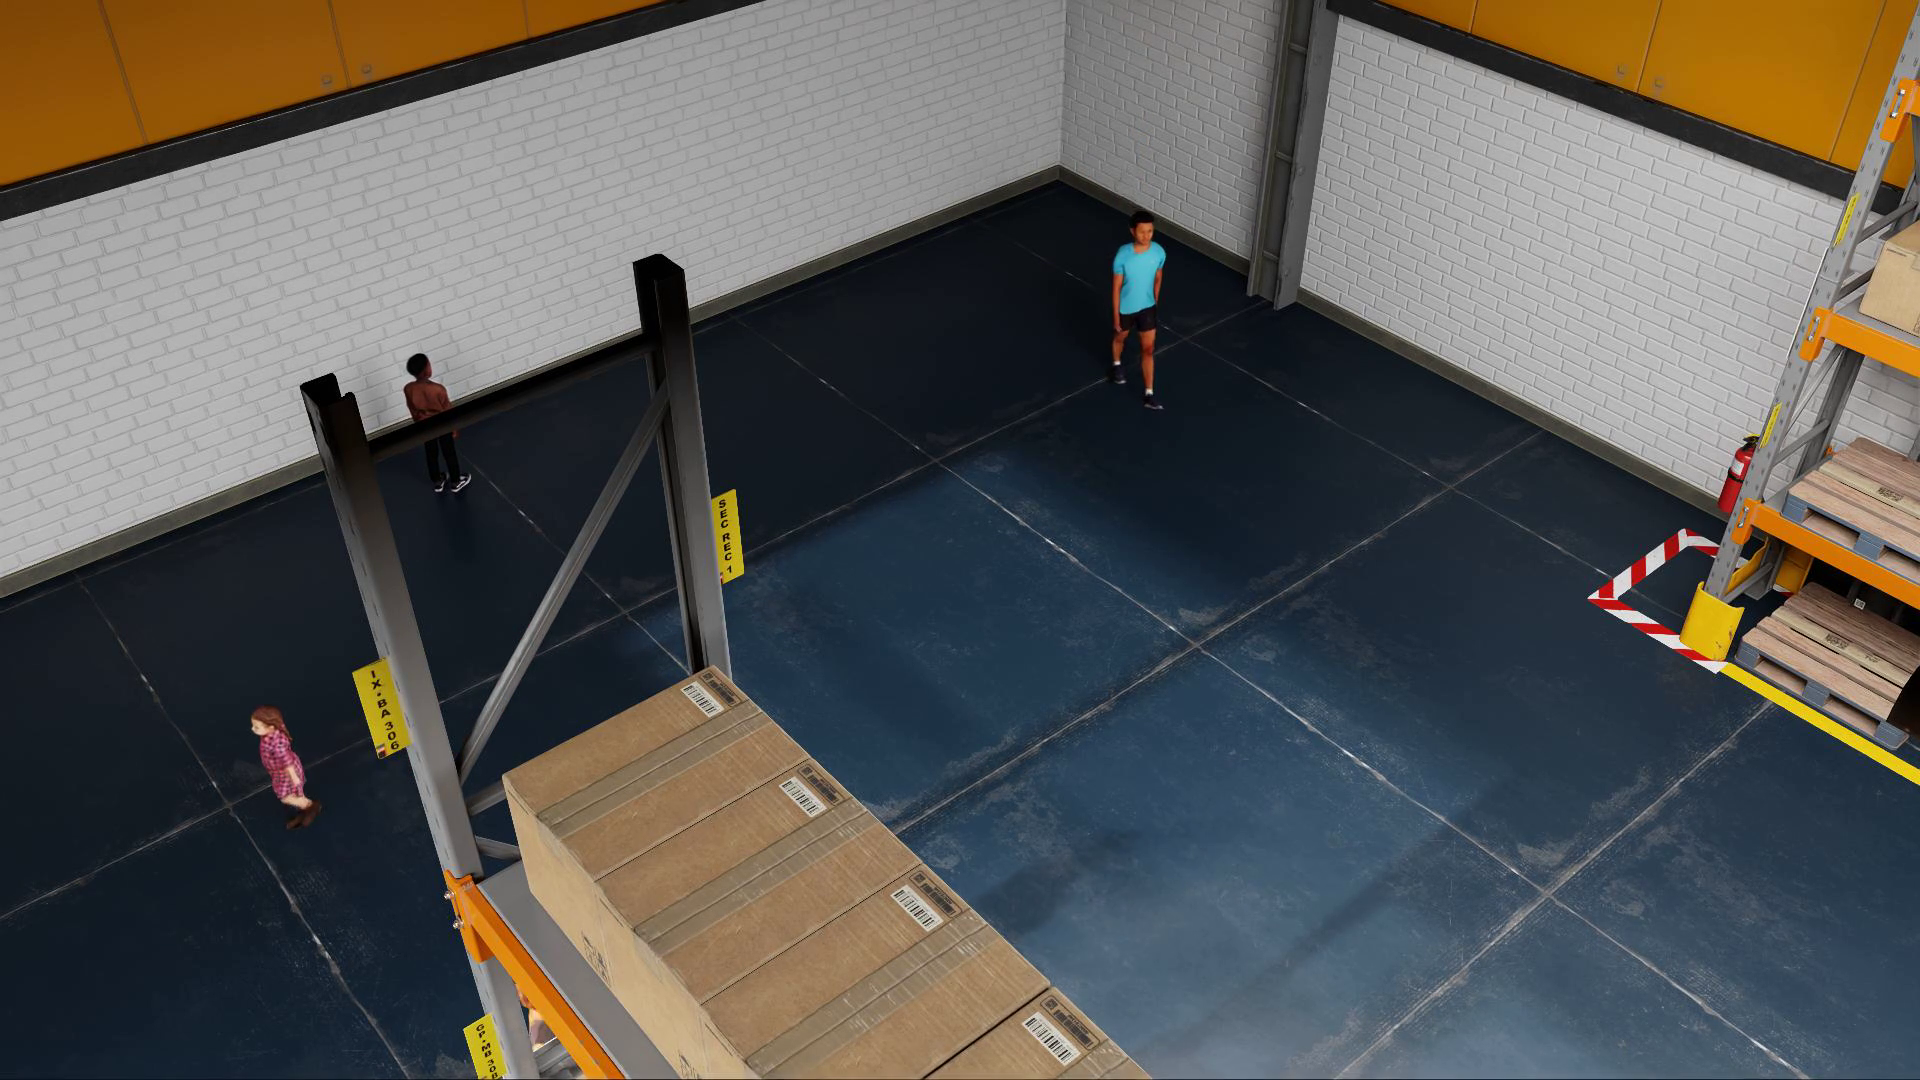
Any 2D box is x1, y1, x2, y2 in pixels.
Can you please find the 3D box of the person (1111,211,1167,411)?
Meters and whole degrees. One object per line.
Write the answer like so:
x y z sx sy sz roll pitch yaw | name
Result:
1.449 -2.031 14.240 0.981 1.731 1.204 -7 39 -9 | person

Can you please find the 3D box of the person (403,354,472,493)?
-4.192 -0.927 13.237 0.582 1.256 0.648 5 39 6 | person

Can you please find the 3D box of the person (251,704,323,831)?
-4.224 1.417 10.497 0.505 1.014 0.416 -24 44 -27 | person
